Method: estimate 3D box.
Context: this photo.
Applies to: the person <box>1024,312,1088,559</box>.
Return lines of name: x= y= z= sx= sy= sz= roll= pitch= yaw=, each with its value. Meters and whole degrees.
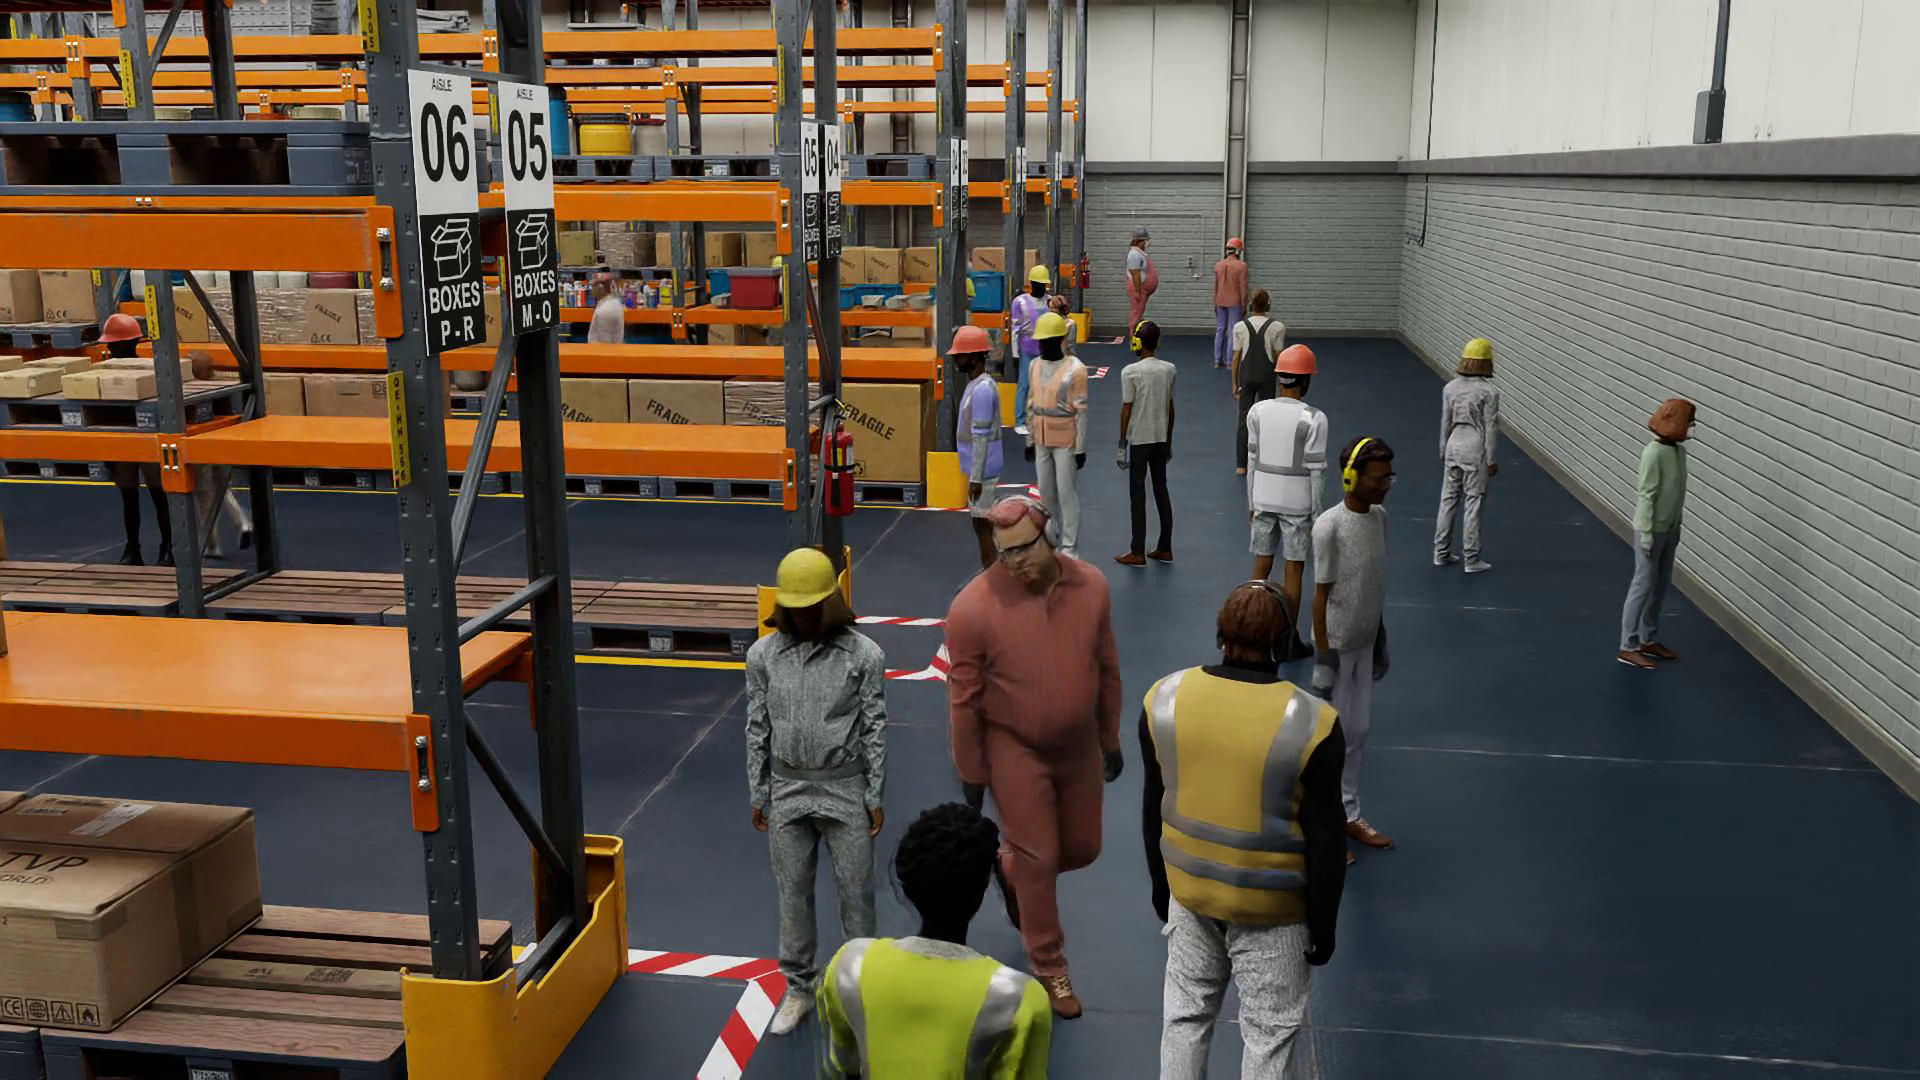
person: x=0.703 y=-0.761 z=12.597 sx=0.402 sy=1.917 sz=0.590 roll=-11 pitch=17 yaw=-41

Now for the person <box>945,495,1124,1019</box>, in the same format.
person: x=0.245 y=0.728 z=5.977 sx=0.661 sy=1.869 sz=0.655 roll=-7 pitch=14 yaw=-28

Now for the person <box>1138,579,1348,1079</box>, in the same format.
person: x=0.813 y=1.012 z=4.784 sx=0.625 sy=1.835 sz=0.429 roll=9 pitch=15 yaw=34

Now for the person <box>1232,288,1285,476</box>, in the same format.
person: x=2.903 y=-1.527 z=16.241 sx=0.506 sy=1.838 sz=0.347 roll=4 pitch=13 yaw=18

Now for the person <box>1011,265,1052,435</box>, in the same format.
person: x=0.866 y=-2.146 z=18.858 sx=0.594 sy=1.917 sz=0.401 roll=-5 pitch=13 yaw=-22

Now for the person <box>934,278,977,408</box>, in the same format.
person: x=-0.141 y=-1.993 z=18.407 sx=0.675 sy=1.802 sz=0.607 roll=-9 pitch=15 yaw=-34

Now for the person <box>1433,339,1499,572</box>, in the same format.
person: x=3.820 y=-0.638 z=12.455 sx=0.334 sy=1.735 sz=0.485 roll=-8 pitch=15 yaw=-33

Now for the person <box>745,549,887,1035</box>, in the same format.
person: x=-0.492 y=0.868 z=5.663 sx=0.490 sy=1.731 sz=0.325 roll=2 pitch=13 yaw=8

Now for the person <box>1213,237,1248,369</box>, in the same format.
person: x=4.107 y=-3.578 z=25.188 sx=0.434 sy=1.977 sz=0.601 roll=-11 pitch=17 yaw=-41

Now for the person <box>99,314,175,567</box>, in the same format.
person: x=-6.086 y=-0.704 z=12.293 sx=0.546 sy=1.934 sz=0.376 roll=1 pitch=13 yaw=3

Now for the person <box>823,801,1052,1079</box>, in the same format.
person: x=-0.035 y=1.369 z=3.553 sx=0.530 sy=1.654 sz=0.789 roll=4 pitch=13 yaw=18

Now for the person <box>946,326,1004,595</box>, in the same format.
person: x=0.100 y=-0.498 z=11.392 sx=0.390 sy=1.929 sz=0.539 roll=-1 pitch=13 yaw=-4

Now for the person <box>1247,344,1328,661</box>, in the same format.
person: x=2.002 y=-0.226 z=10.165 sx=0.540 sy=1.930 sz=0.388 roll=10 pitch=16 yaw=39

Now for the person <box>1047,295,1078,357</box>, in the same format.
person: x=1.095 y=-1.859 z=18.203 sx=0.312 sy=1.632 sz=0.526 roll=-9 pitch=16 yaw=-36

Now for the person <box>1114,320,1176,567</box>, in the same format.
person: x=1.407 y=-0.726 z=12.589 sx=0.506 sy=1.855 sz=0.330 roll=-8 pitch=15 yaw=-31

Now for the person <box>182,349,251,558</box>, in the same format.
person: x=-5.770 y=-0.653 z=12.770 sx=0.386 sy=1.629 sz=0.519 roll=7 pitch=14 yaw=30

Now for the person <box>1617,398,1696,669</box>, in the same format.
person: x=4.220 y=-0.047 z=10.038 sx=0.505 sy=1.628 sz=0.279 roll=-12 pitch=17 yaw=-43

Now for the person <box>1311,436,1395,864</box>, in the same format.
person: x=1.691 y=0.472 z=7.174 sx=0.520 sy=1.857 sz=0.343 roll=-12 pitch=17 yaw=-44

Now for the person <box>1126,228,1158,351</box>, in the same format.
person: x=3.034 y=-4.187 z=27.774 sx=0.538 sy=2.000 sz=0.684 roll=2 pitch=13 yaw=7

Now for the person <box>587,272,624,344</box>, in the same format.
person: x=-3.915 y=-1.932 z=17.936 sx=0.768 sy=1.880 sz=0.683 roll=-1 pitch=13 yaw=-6
